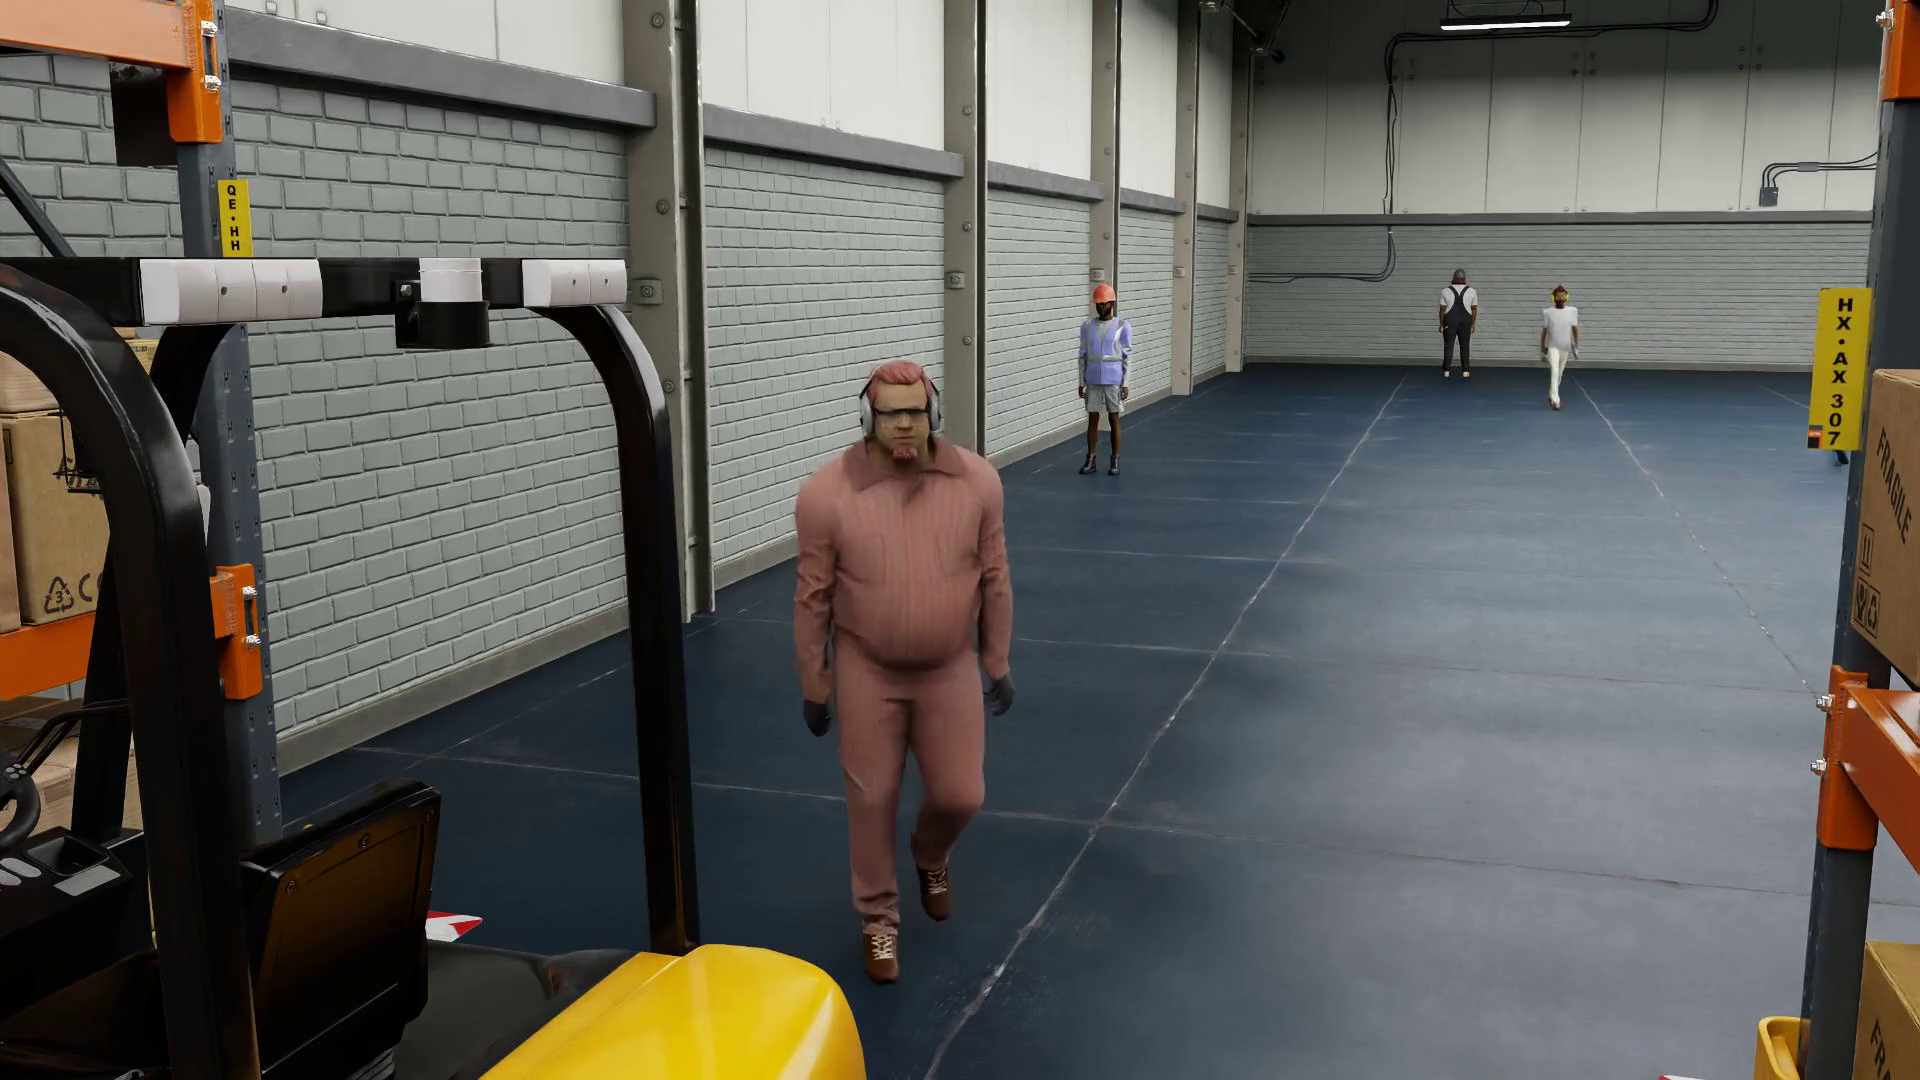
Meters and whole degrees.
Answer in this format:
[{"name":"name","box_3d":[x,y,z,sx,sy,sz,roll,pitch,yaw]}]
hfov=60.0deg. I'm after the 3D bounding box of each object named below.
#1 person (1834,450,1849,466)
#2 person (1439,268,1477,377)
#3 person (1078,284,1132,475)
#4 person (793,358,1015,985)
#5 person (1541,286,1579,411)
[{"name":"person","box_3d":[9.334,-1.666,17.470,0.575,1.832,0.583,-9,13,-43]},{"name":"person","box_3d":[9.363,-4.096,31.330,0.688,2.000,0.536,2,10,12]},{"name":"person","box_3d":[1.459,-1.623,16.912,0.551,1.937,0.357,3,10,18]},{"name":"person","box_3d":[-0.168,0.387,5.069,0.688,1.890,0.518,-2,10,-10]},{"name":"person","box_3d":[8.803,-2.828,24.474,0.507,1.823,1.005,1,10,5]}]
